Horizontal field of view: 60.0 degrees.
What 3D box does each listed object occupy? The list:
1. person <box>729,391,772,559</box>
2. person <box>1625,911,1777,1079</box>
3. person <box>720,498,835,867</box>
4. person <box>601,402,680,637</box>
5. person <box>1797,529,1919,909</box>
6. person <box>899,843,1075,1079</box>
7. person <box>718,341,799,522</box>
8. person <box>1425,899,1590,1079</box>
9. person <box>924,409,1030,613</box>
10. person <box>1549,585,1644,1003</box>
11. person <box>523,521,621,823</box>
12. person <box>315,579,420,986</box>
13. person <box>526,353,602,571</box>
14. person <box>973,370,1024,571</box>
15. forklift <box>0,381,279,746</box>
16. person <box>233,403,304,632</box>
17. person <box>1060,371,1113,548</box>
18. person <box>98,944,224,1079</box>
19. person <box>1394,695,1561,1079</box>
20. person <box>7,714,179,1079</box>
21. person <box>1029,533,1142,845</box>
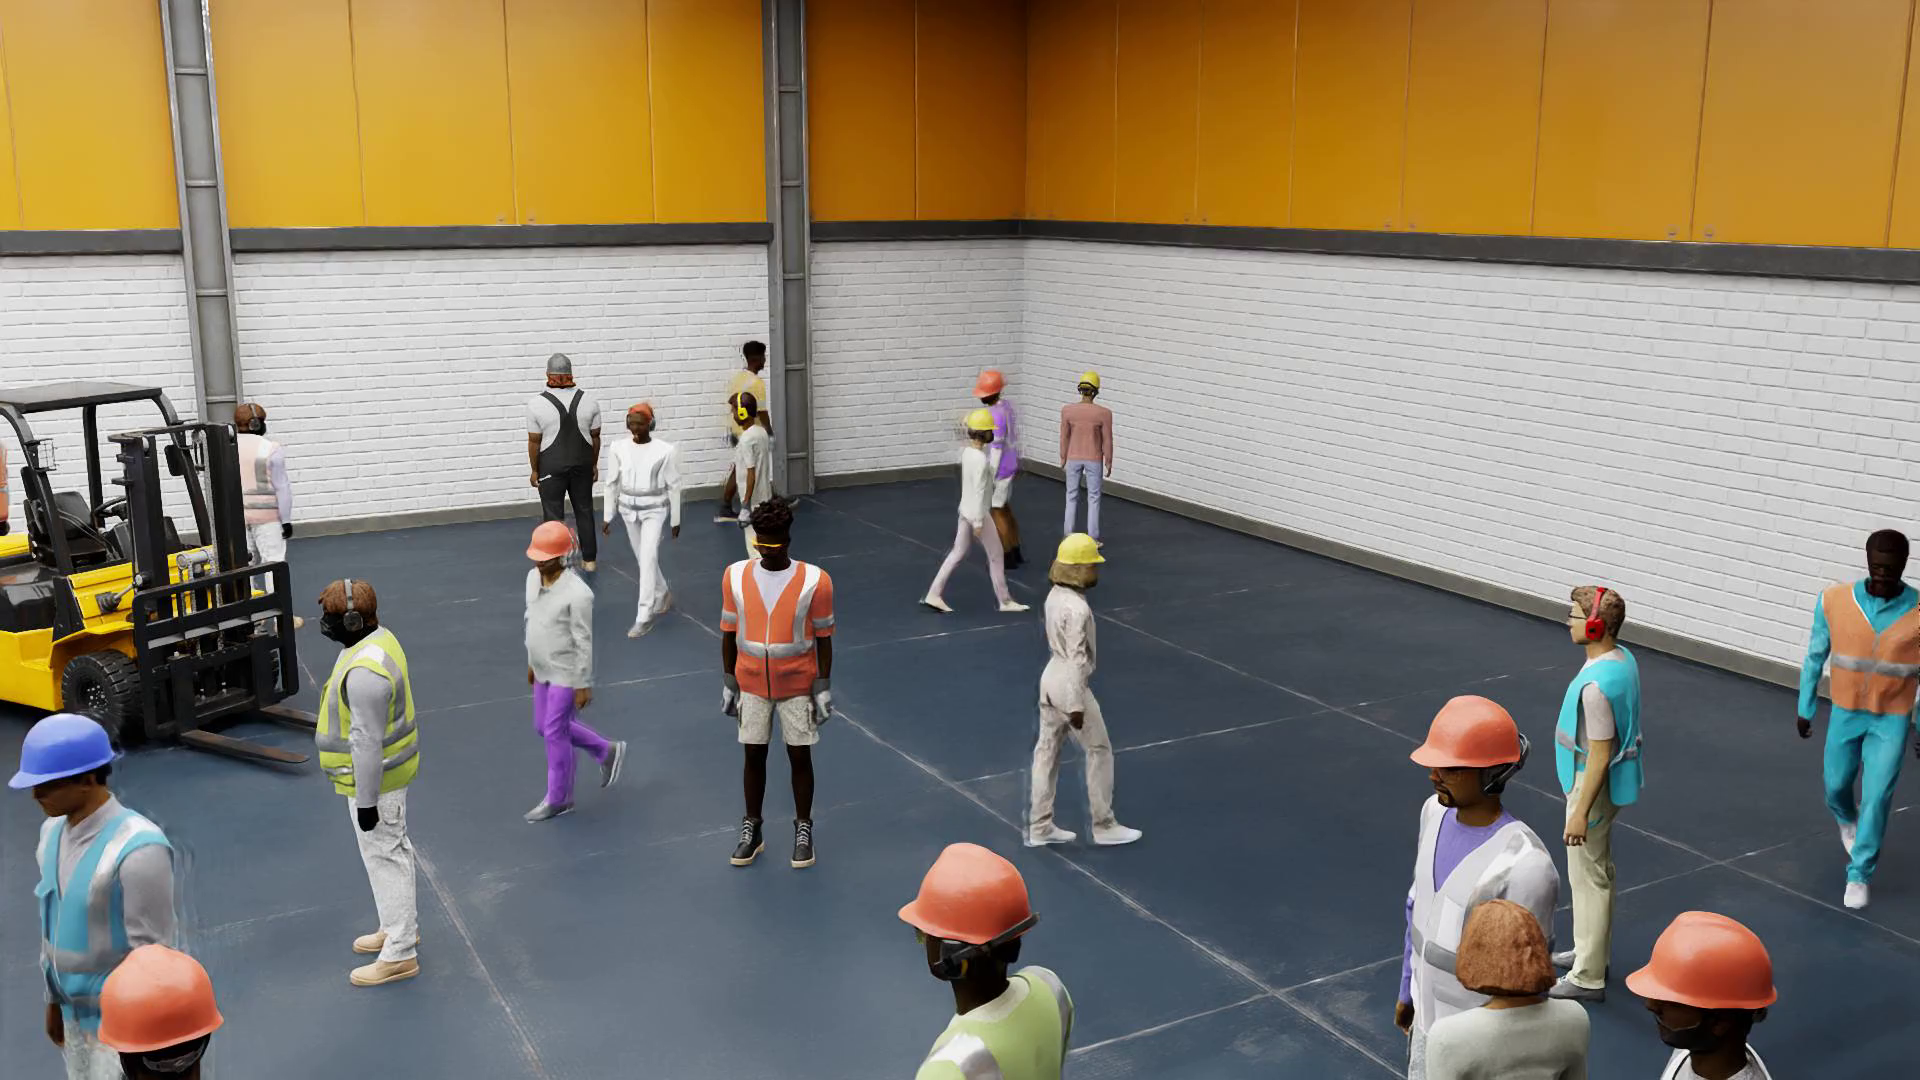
[{"bbox_3d":[-1.738,-0.304,13.808,0.334,1.863,0.518,2,12,9],"label":"person"},{"bbox_3d":[1.684,1.779,3.866,0.375,1.935,0.551,2,12,7],"label":"person"},{"bbox_3d":[-0.957,0.746,8.657,0.600,1.958,0.387,2,12,7],"label":"person"},{"bbox_3d":[-2.543,-0.215,13.487,0.589,1.846,0.981,3,12,14],"label":"person"},{"bbox_3d":[4.586,0.839,8.402,0.628,1.891,0.765,7,14,31],"label":"person"},{"bbox_3d":[0.041,1.701,3.980,0.390,2.045,0.607,6,13,27],"label":"person"},{"bbox_3d":[-2.182,-1.166,17.741,1.013,1.905,0.620,-6,13,-27],"label":"person"},{"bbox_3d":[1.480,1.780,4.603,0.503,1.628,0.286,-3,13,-15],"label":"person"},{"bbox_3d":[0.112,-0.230,13.784,0.883,1.725,0.532,-3,12,-15],"label":"person"},{"bbox_3d":[2.769,1.105,7.243,0.373,1.843,0.570,6,14,27],"label":"person"},{"bbox_3d":[-2.203,0.708,9.374,0.600,1.727,0.579,-11,16,-42],"label":"person"},{"bbox_3d":[-2.649,1.066,7.472,0.431,1.835,0.623,-4,13,-16],"label":"person"},{"bbox_3d":[-3.649,-0.703,15.259,0.682,2.000,0.537,-7,14,-30],"label":"person"},{"bbox_3d":[0.369,-0.654,15.396,0.487,1.886,0.706,1,12,6],"label":"person"},{"bbox_3d":[-5.853,0.085,11.199,2.313,2.155,1.214,7,14,28],"label":"forklift"},{"bbox_3d":[-5.599,-0.172,13.246,0.623,1.841,0.430,2,12,8],"label":"person"},{"bbox_3d":[1.238,-0.771,16.262,0.531,1.755,0.339,4,13,16],"label":"person"},{"bbox_3d":[-1.694,1.821,3.695,0.387,1.931,0.545,11,16,41],"label":"person"},{"bbox_3d":[1.524,1.462,5.101,0.373,2.043,0.615,-4,13,-17],"label":"person"},{"bbox_3d":[-2.697,1.473,5.294,0.642,1.935,0.452,8,15,34],"label":"person"},{"bbox_3d":[0.691,0.806,8.915,0.711,1.717,0.507,-4,13,-17],"label":"person"}]
